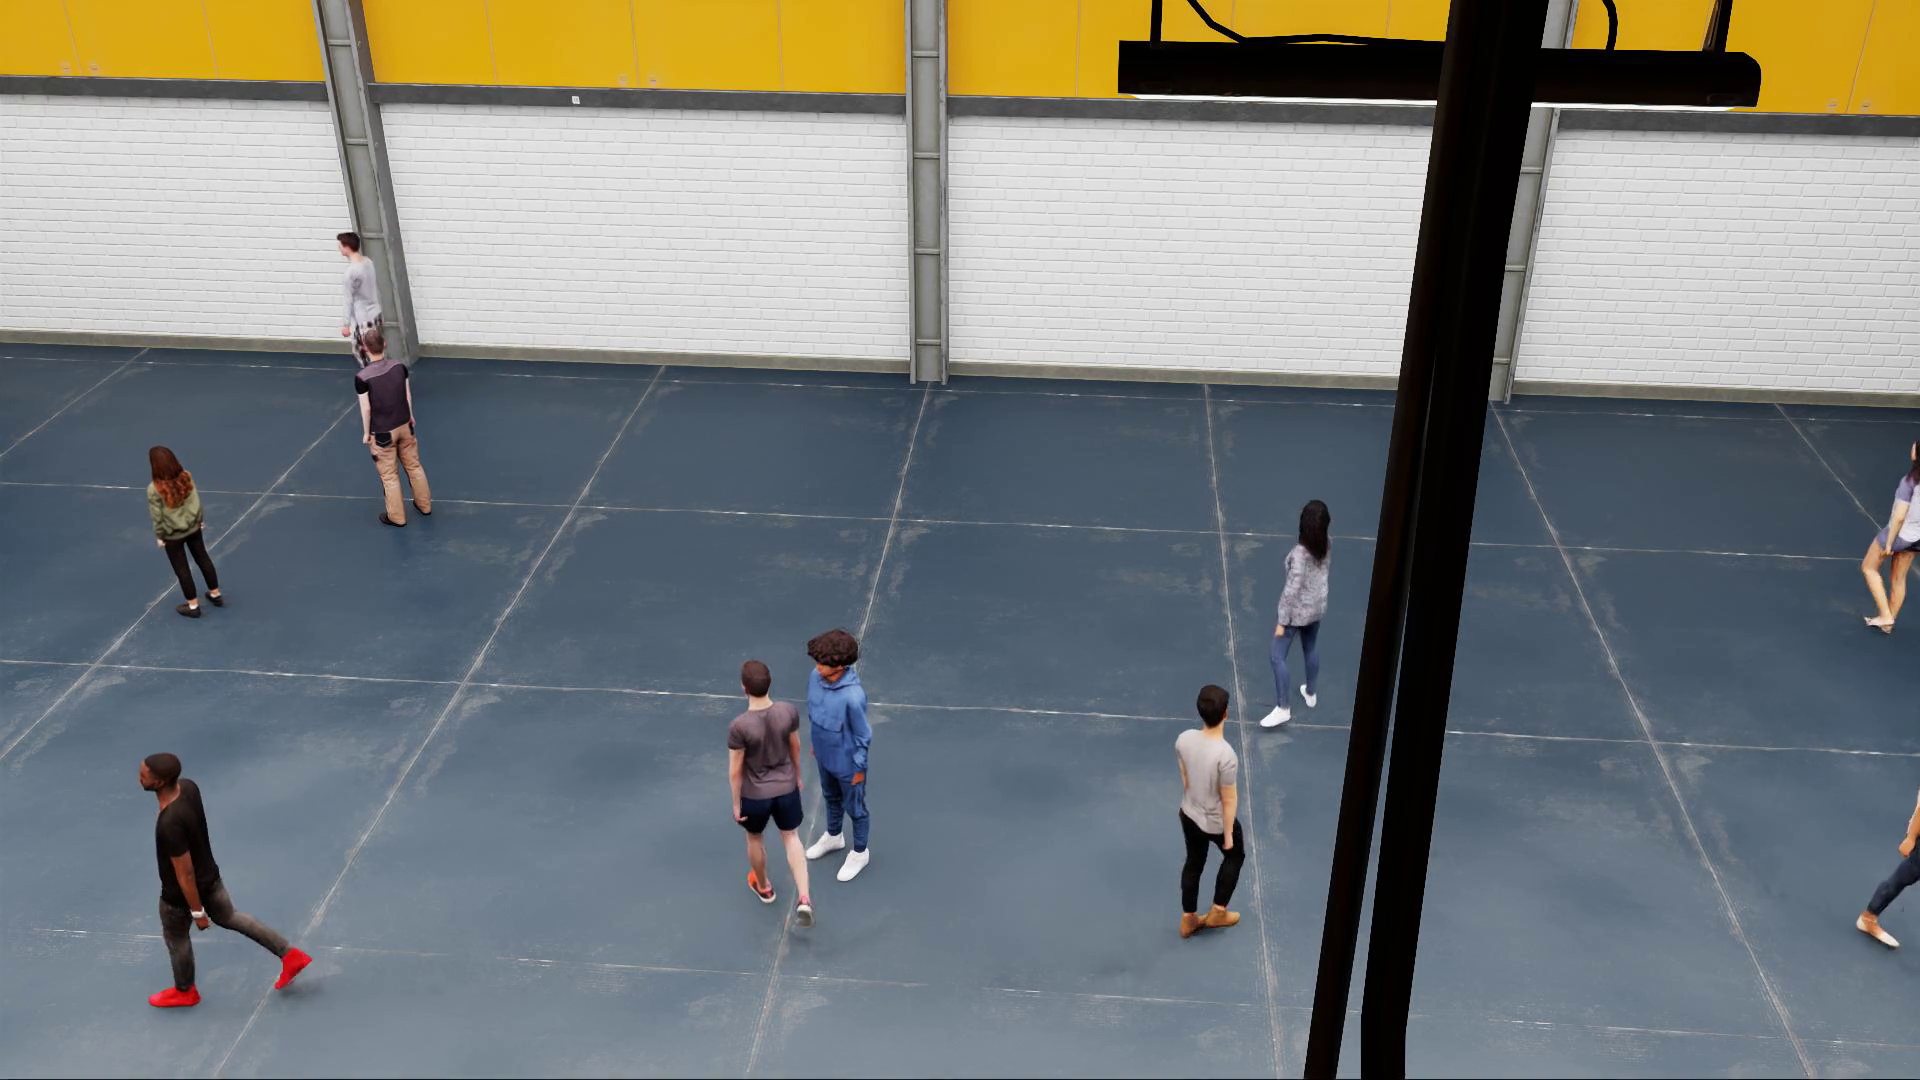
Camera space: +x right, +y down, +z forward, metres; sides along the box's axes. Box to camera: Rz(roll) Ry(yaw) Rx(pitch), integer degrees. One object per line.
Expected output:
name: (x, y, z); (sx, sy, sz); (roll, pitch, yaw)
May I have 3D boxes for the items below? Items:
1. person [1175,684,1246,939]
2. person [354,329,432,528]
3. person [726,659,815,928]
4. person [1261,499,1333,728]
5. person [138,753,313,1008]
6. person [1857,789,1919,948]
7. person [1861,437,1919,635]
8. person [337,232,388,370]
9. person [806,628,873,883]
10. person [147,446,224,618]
person: (1.439, 1.702, 10.087); (0.838, 1.695, 0.778); (-19, 34, -30)
person: (-5.113, -1.016, 14.916); (0.791, 1.841, 0.777); (21, 35, 34)
person: (-1.136, 1.576, 10.170); (1.061, 1.835, 1.035); (-15, 32, -25)
person: (2.516, 0.527, 12.221); (0.898, 1.713, 0.848); (21, 35, 33)
person: (-4.296, 1.958, 9.539); (1.223, 1.771, 0.782); (-2, 29, -3)
person: (5.753, 1.728, 9.966); (0.976, 1.765, 1.019); (-20, 34, -32)
person: (7.538, 0.012, 13.157); (0.671, 1.722, 0.760); (-9, 30, -16)
person: (-6.073, -2.296, 17.271); (0.719, 1.834, 0.619); (1, 29, 3)
person: (-0.761, 1.339, 10.639); (0.815, 1.803, 0.746); (-24, 37, -37)
person: (-6.360, -0.086, 13.598); (0.641, 1.472, 0.656); (16, 33, 27)
